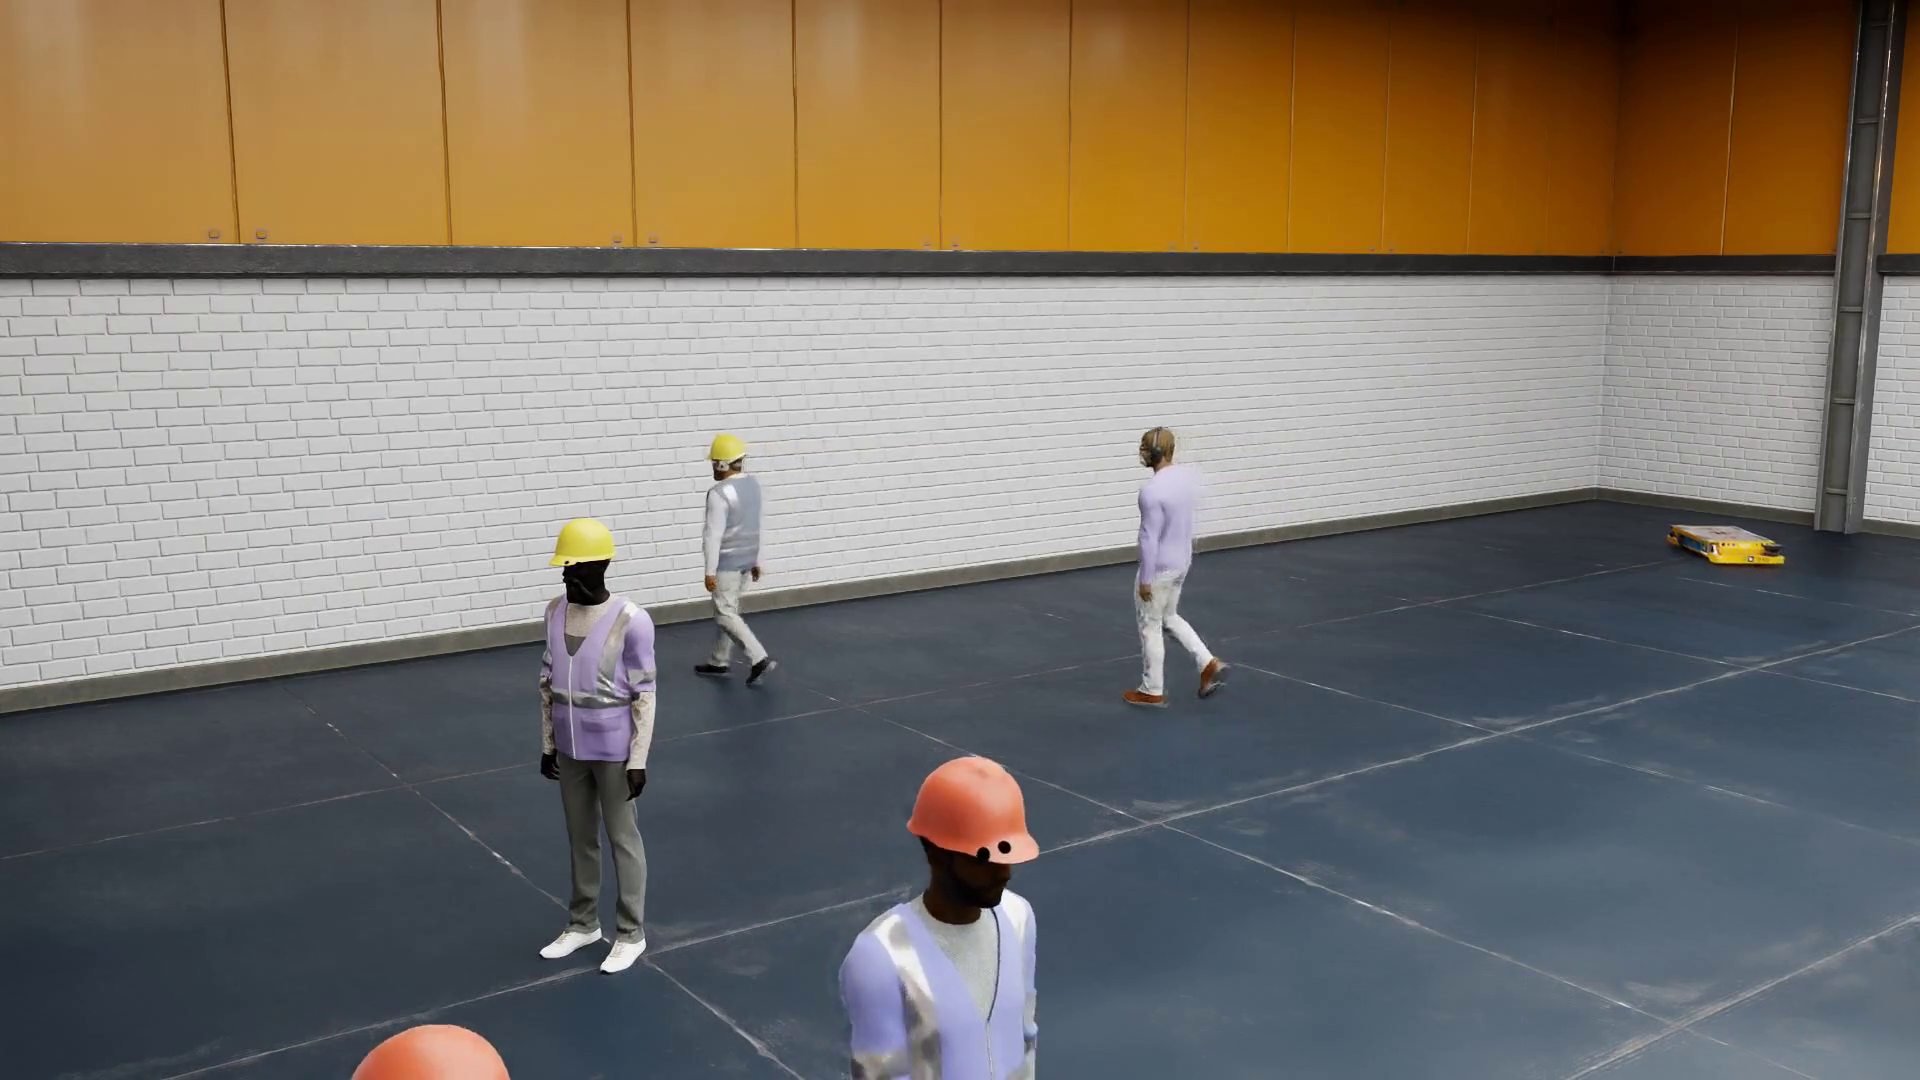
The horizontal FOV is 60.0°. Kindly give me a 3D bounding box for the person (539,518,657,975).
[{"bbox_3d":[-1.546,0.859,7.034,0.587,1.927,0.364,5,10,28],"label":"person"}]

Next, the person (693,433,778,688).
[{"bbox_3d":[-1.612,0.138,11.852,0.719,1.816,0.608,4,10,25],"label":"person"}]

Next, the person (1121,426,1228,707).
[{"bbox_3d":[1.429,0.197,11.146,0.618,1.918,0.641,6,11,34],"label":"person"}]

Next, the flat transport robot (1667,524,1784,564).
[{"bbox_3d":[7.907,0.033,17.225,0.652,0.197,1.431,1,9,4],"label":"flat transport robot"}]

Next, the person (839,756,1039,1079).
[{"bbox_3d":[-0.073,1.399,3.785,0.553,1.916,0.745,-8,12,-41],"label":"person"}]

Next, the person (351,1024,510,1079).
[{"bbox_3d":[-0.659,1.611,2.373,0.624,1.927,1.049,-8,12,-42],"label":"person"}]
